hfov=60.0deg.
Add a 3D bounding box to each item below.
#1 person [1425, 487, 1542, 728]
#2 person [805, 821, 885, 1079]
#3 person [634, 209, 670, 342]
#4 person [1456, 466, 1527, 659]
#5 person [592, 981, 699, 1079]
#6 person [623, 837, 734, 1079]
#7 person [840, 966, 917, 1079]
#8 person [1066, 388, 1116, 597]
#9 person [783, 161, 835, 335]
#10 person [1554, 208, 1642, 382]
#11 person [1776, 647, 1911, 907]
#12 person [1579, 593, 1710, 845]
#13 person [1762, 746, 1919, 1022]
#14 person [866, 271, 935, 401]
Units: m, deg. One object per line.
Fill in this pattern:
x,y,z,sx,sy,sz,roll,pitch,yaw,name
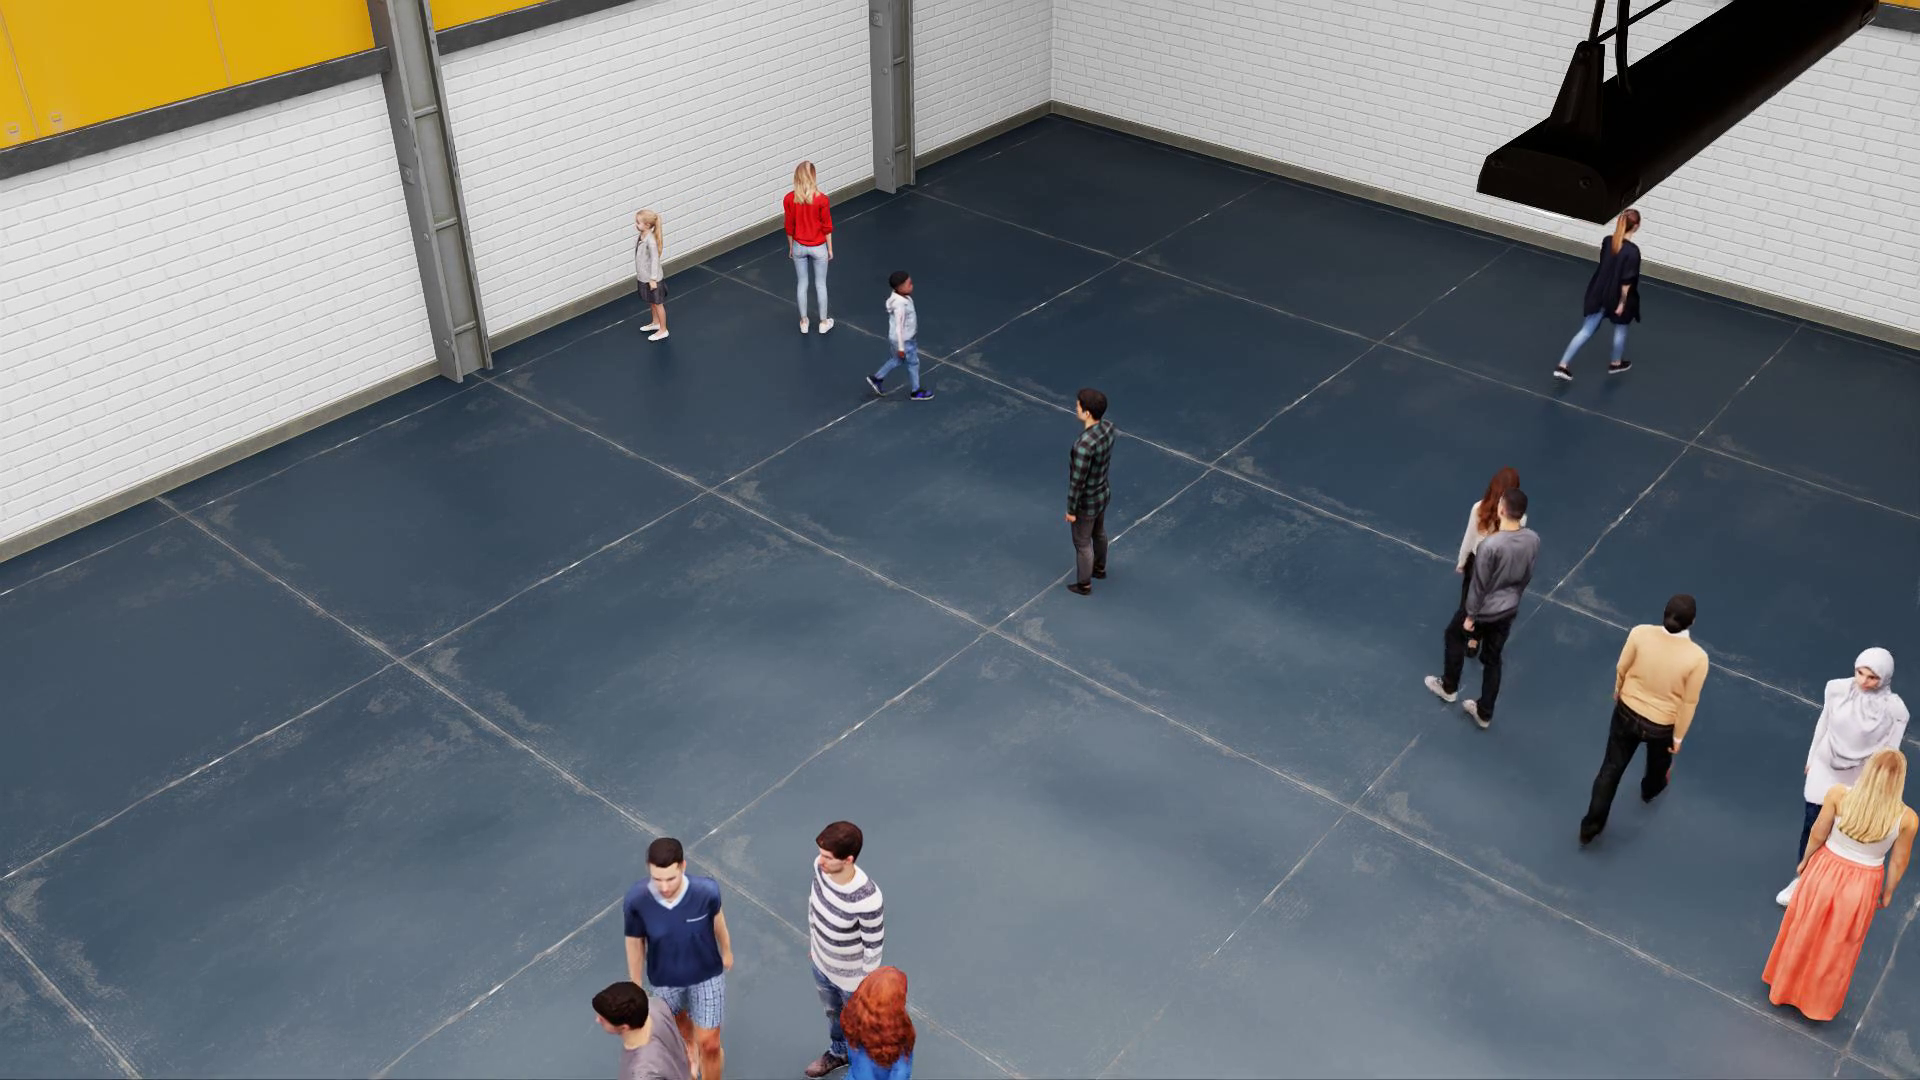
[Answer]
3.510,0.491,10.842,0.864,1.743,0.891,-11,35,-16,person
-0.561,2.104,8.315,0.572,1.854,0.676,-27,42,-34,person
-2.945,-2.538,15.822,0.611,1.275,0.582,-17,37,-23,person
3.652,0.195,11.532,0.626,1.472,0.630,13,36,19,person
-1.234,2.645,7.560,1.291,1.789,1.196,-4,34,-7,person
-1.394,2.090,8.374,1.020,1.812,1.078,-2,34,-3,person
-0.456,2.679,7.492,0.628,1.807,0.713,27,42,34,person
0.954,-0.349,12.239,0.736,1.708,0.525,19,38,26,person
-1.427,-2.769,15.781,0.687,1.705,0.698,3,34,5,person
5.752,-2.145,14.896,1.216,1.645,0.929,-15,36,-21,person
5.147,1.326,9.579,1.084,1.751,0.795,-29,43,-36,person
4.065,1.110,9.942,0.668,1.707,1.158,26,41,33,person
4.658,1.819,8.788,0.617,1.806,0.568,24,40,31,person
-0.566,-1.814,14.762,0.864,1.242,0.789,-3,34,-5,person
